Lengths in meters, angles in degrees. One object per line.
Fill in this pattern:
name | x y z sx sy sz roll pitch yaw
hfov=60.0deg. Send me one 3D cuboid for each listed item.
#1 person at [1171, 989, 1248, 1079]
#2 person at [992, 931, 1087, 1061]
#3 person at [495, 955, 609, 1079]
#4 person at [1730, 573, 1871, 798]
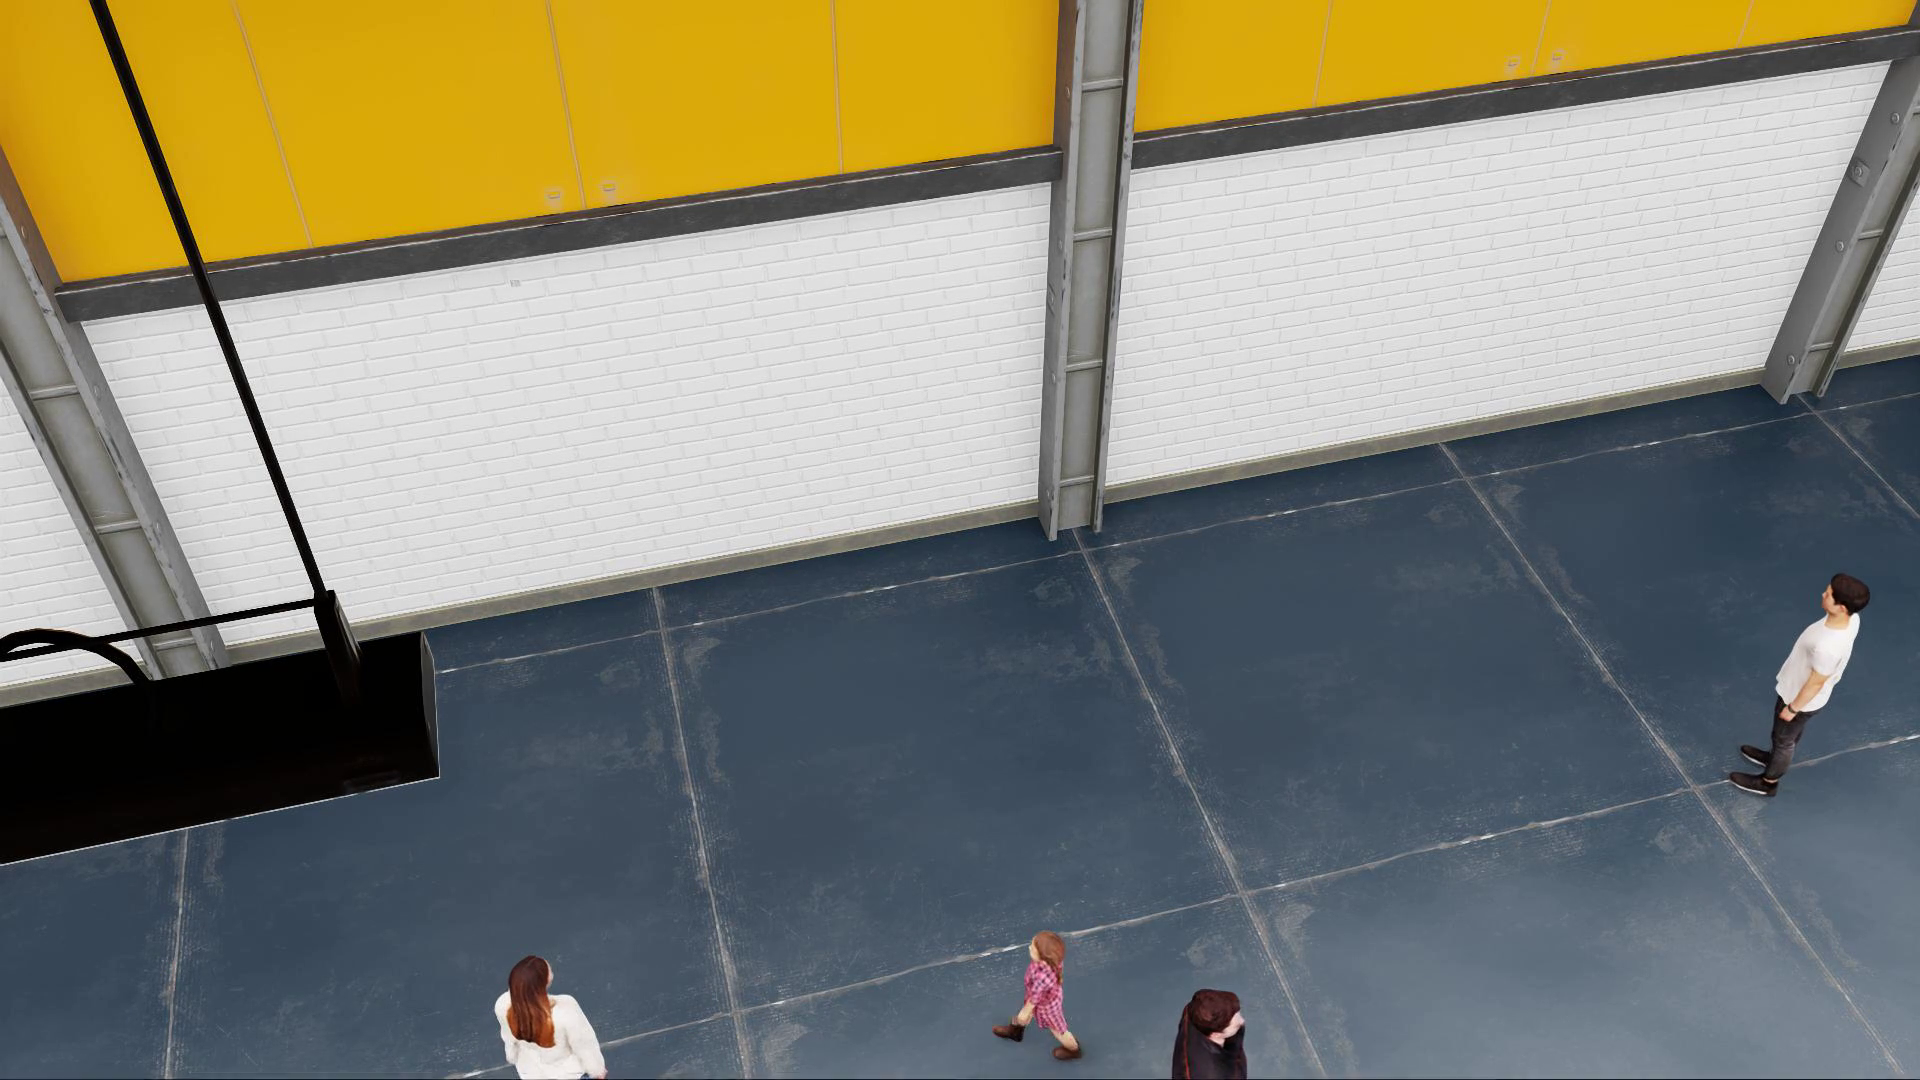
person | 1.116 2.659 7.733 0.714 1.925 0.761 2 44 2
person | 0.478 2.401 8.666 0.789 1.011 0.622 9 44 9
person | -1.942 2.542 8.024 0.651 1.692 0.769 10 44 10
person | 4.976 0.857 9.773 0.760 1.720 0.679 26 49 24
